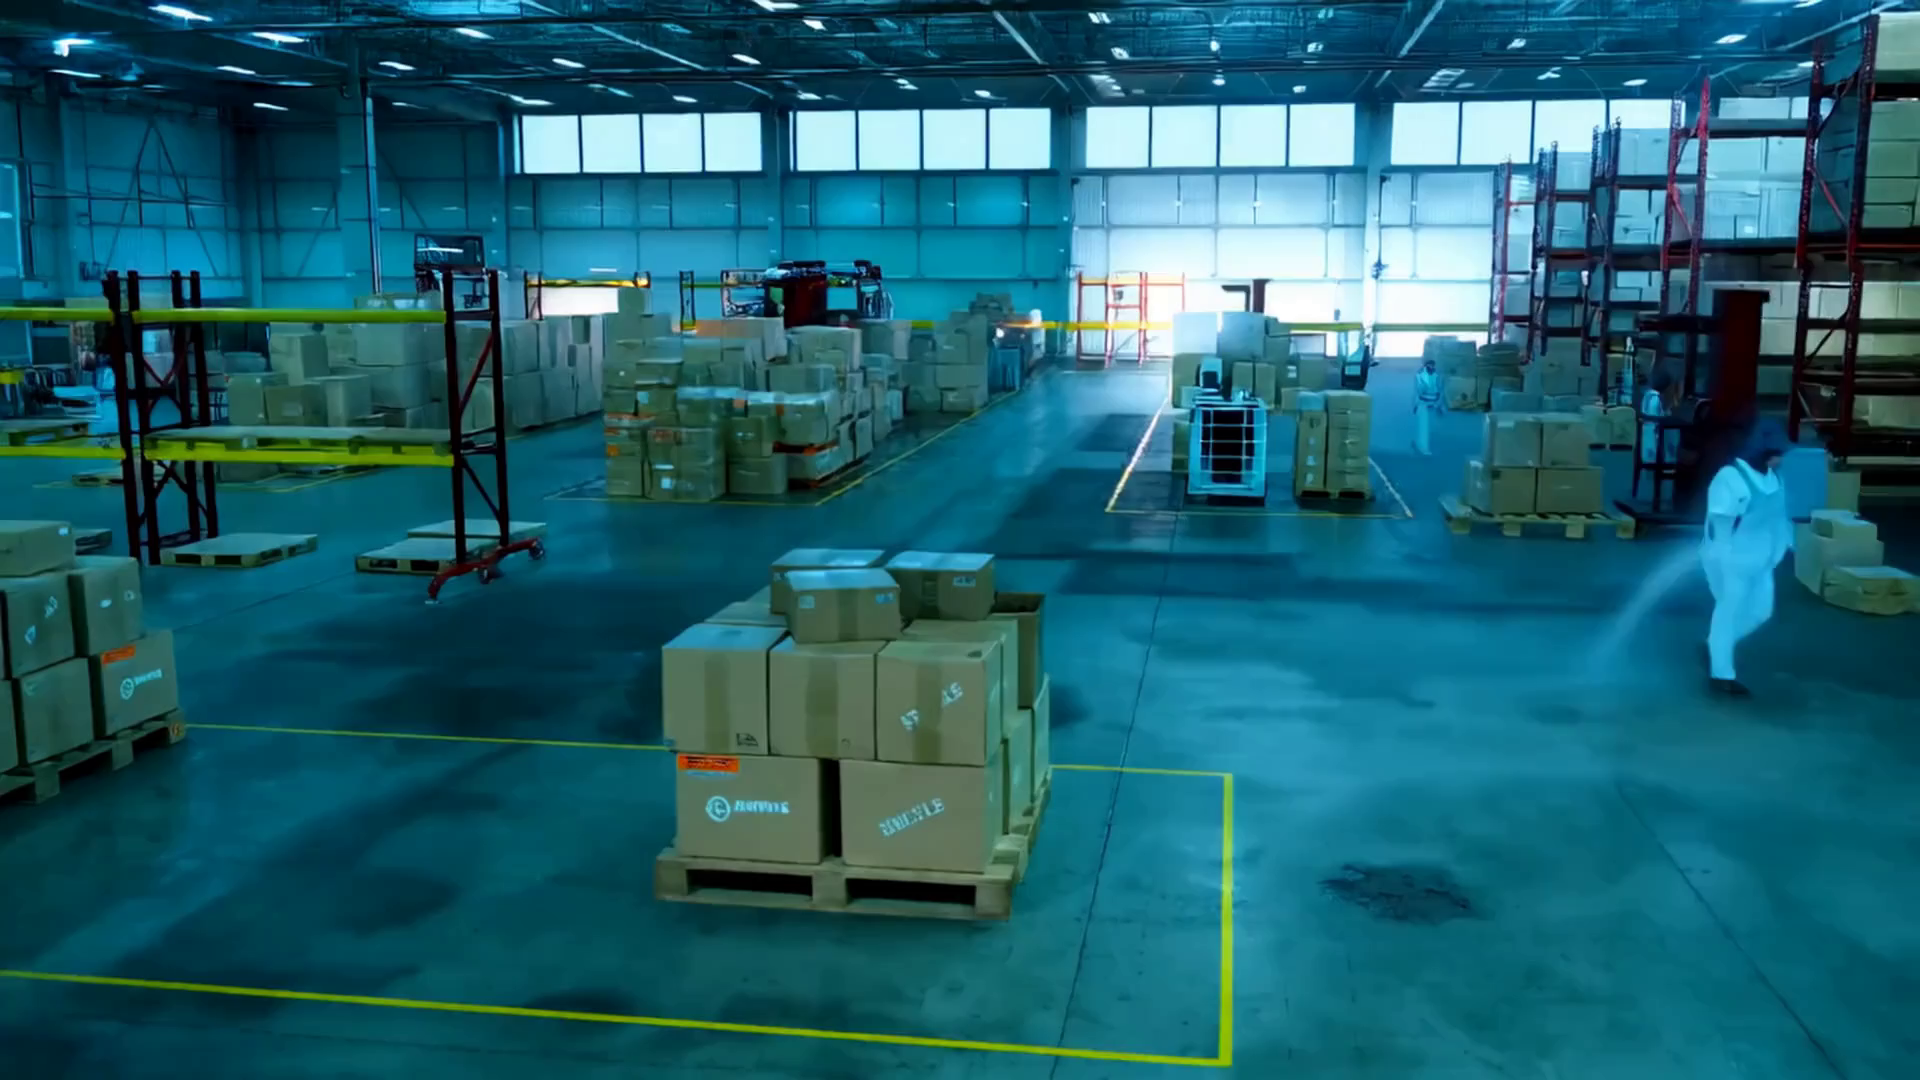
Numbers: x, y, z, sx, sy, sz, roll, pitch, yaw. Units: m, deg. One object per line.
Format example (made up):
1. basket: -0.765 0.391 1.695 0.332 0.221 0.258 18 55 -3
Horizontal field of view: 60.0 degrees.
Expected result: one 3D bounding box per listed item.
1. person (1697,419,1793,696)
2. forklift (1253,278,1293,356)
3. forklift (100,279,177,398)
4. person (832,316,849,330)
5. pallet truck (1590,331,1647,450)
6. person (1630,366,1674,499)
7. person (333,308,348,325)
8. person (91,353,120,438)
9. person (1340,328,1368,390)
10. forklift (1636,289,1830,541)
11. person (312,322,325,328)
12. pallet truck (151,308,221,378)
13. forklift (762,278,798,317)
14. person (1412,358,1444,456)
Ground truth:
1. person: 5.606 0.095 11.911 0.696 2.000 0.581 -5 11 -30
2. forklift: 8.163 -5.755 45.406 1.873 2.768 1.129 1 9 9
3. forklift: -19.606 -4.720 39.027 1.873 2.768 1.129 1 9 9
4. person: -2.848 -4.418 40.057 0.631 1.940 0.372 3 10 20
5. pallet truck: 11.253 -2.573 28.499 0.823 1.965 1.885 5 10 27
6. person: 8.646 -1.207 20.507 0.752 1.859 0.592 2 9 14
7. person: -18.558 -6.053 50.250 0.626 1.896 0.830 3 10 19
8. person: -14.587 -2.382 28.419 0.559 1.625 0.378 2 9 13
9. person: 7.736 -3.204 32.670 0.386 1.910 0.595 -8 12 -42
10. forklift: 8.651 -1.417 18.653 1.873 2.768 1.129 1 9 9
11. person: -14.967 -4.229 39.042 0.543 1.896 0.986 8 12 41
12. pallet truck: -21.869 -5.598 47.154 0.823 1.965 1.885 4 10 26
13. forklift: -4.573 -5.284 42.502 1.129 2.768 1.873 -8 12 -40
14. person: 7.683 -2.212 27.449 0.512 1.613 0.678 -2 9 -11
